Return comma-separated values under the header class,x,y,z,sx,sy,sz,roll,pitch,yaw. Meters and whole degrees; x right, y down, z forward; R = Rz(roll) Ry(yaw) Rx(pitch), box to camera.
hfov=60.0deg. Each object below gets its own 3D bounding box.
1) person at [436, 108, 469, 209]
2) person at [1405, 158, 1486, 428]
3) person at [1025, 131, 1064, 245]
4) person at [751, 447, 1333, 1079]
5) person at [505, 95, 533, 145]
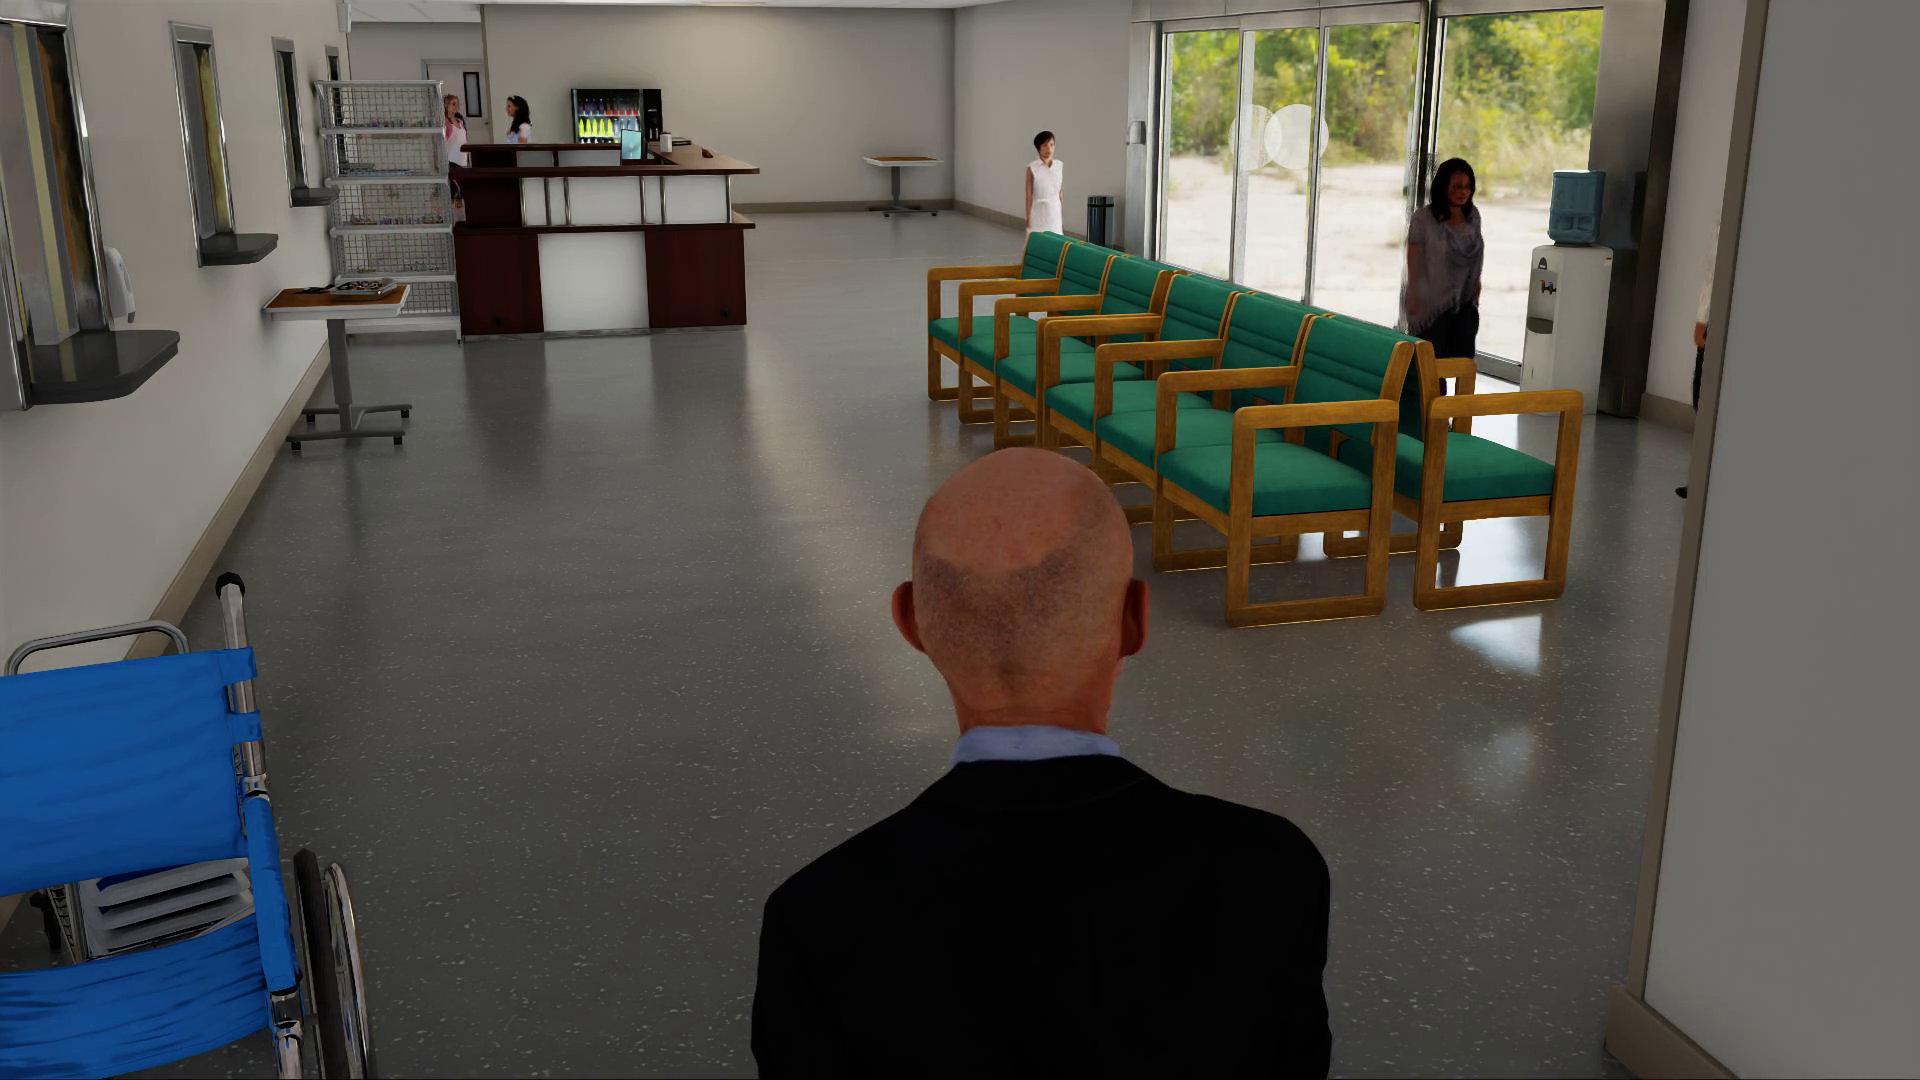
class,x,y,z,sx,sy,sz,roll,pitch,yaw
person,-7.915,-6.033,25.905,0.555,1.700,0.710,-3,16,-10
person,2.846,-1.460,9.888,0.737,1.589,0.727,-5,16,-16
person,0.780,-2.998,15.409,0.525,1.553,0.669,-8,18,-27
person,0.076,0.803,1.478,0.493,1.797,0.716,-4,16,-14
person,-4.887,-4.126,18.945,0.908,1.805,0.811,-11,19,-33
